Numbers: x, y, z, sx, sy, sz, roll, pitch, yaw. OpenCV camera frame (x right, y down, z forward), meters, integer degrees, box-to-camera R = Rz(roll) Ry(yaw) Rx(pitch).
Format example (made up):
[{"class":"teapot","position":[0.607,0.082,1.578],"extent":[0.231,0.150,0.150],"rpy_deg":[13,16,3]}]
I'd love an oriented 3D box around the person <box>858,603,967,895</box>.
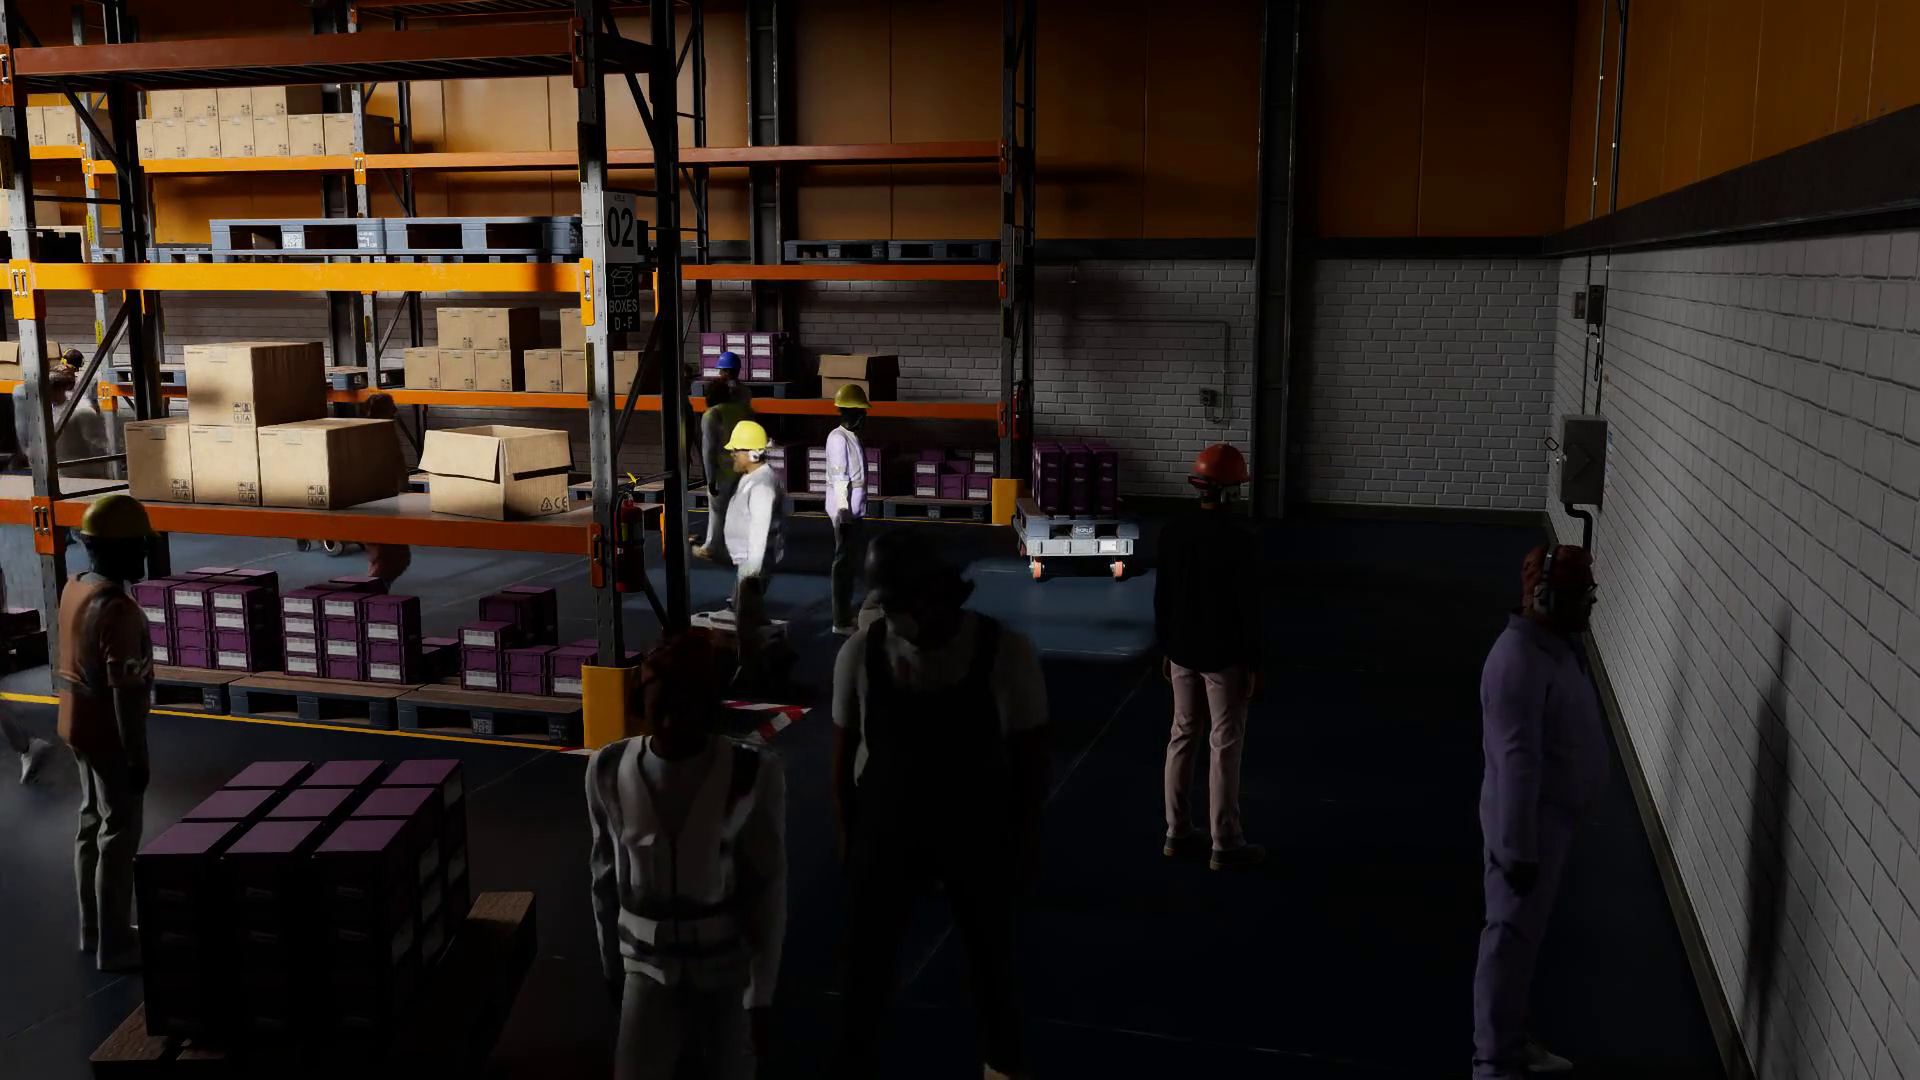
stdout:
[{"class":"person","position":[-0.202,0.787,7.417],"extent":[0.504,1.633,0.279],"rpy_deg":[-1,9,-5]}]

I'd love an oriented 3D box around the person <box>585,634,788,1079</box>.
[{"class":"person","position":[-0.742,1.178,4.404],"extent":[0.571,1.842,0.910],"rpy_deg":[1,9,5]}]

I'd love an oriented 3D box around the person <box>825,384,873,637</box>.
[{"class":"person","position":[-0.838,-0.230,12.721],"extent":[0.366,1.926,0.593],"rpy_deg":[1,9,5]}]

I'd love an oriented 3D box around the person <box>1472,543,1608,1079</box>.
[{"class":"person","position":[1.951,0.952,5.585],"extent":[0.400,1.907,0.645],"rpy_deg":[5,10,27]}]

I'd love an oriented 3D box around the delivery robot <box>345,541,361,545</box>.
[{"class":"delivery robot","position":[-6.189,-0.198,16.418],"extent":[0.707,0.478,0.477],"rpy_deg":[5,11,29]}]

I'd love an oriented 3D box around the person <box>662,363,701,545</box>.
[{"class":"person","position":[-2.839,-0.874,16.915],"extent":[0.346,1.841,0.506],"rpy_deg":[1,9,6]}]

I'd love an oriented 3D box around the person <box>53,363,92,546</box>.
[{"class":"person","position":[-8.951,-0.845,16.720],"extent":[0.567,1.847,0.389],"rpy_deg":[1,9,3]}]

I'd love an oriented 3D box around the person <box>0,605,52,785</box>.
[{"class":"person","position":[-5.357,0.433,9.003],"extent":[0.846,1.835,0.526],"rpy_deg":[1,9,9]}]

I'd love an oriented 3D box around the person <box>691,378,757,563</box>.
[{"class":"person","position":[-2.179,-0.616,15.516],"extent":[0.661,1.781,0.927],"rpy_deg":[-7,12,-36]}]

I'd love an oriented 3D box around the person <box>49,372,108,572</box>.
[{"class":"person","position":[-7.842,-0.539,14.736],"extent":[0.726,1.891,0.468],"rpy_deg":[5,11,28]}]

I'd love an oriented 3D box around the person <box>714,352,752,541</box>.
[{"class":"person","position":[-2.322,-0.960,17.107],"extent":[0.406,1.947,0.607],"rpy_deg":[2,10,11]}]

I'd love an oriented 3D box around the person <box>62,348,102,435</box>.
[{"class":"person","position":[-10.312,-1.306,19.461],"extent":[0.329,1.872,0.509],"rpy_deg":[6,11,34]}]

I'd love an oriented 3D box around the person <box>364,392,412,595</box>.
[{"class":"person","position":[-4.460,-0.194,12.673],"extent":[0.552,1.874,0.696],"rpy_deg":[0,9,-2]}]

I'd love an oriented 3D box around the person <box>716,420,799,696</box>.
[{"class":"person","position":[-1.366,0.115,10.943],"extent":[0.510,1.819,0.634],"rpy_deg":[-1,9,-9]}]

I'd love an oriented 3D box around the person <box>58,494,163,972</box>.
[{"class":"person","position":[-3.380,0.768,6.696],"extent":[0.582,1.916,0.423],"rpy_deg":[9,13,44]}]

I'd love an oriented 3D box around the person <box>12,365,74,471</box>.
[{"class":"person","position":[-9.720,-1.053,17.762],"extent":[0.623,1.920,0.636],"rpy_deg":[8,12,40]}]

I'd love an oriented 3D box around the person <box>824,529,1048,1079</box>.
[{"class":"person","position":[-0.123,0.915,5.400],"extent":[0.807,2.000,0.623],"rpy_deg":[0,9,2]}]

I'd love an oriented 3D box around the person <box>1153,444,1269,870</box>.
[{"class":"person","position":[1.188,0.543,7.802],"extent":[0.382,1.993,0.622],"rpy_deg":[-8,13,-42]}]

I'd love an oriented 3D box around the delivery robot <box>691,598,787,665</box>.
[{"class":"delivery robot","position":[-1.531,0.639,11.313],"extent":[0.707,0.478,0.477],"rpy_deg":[5,11,28]}]
